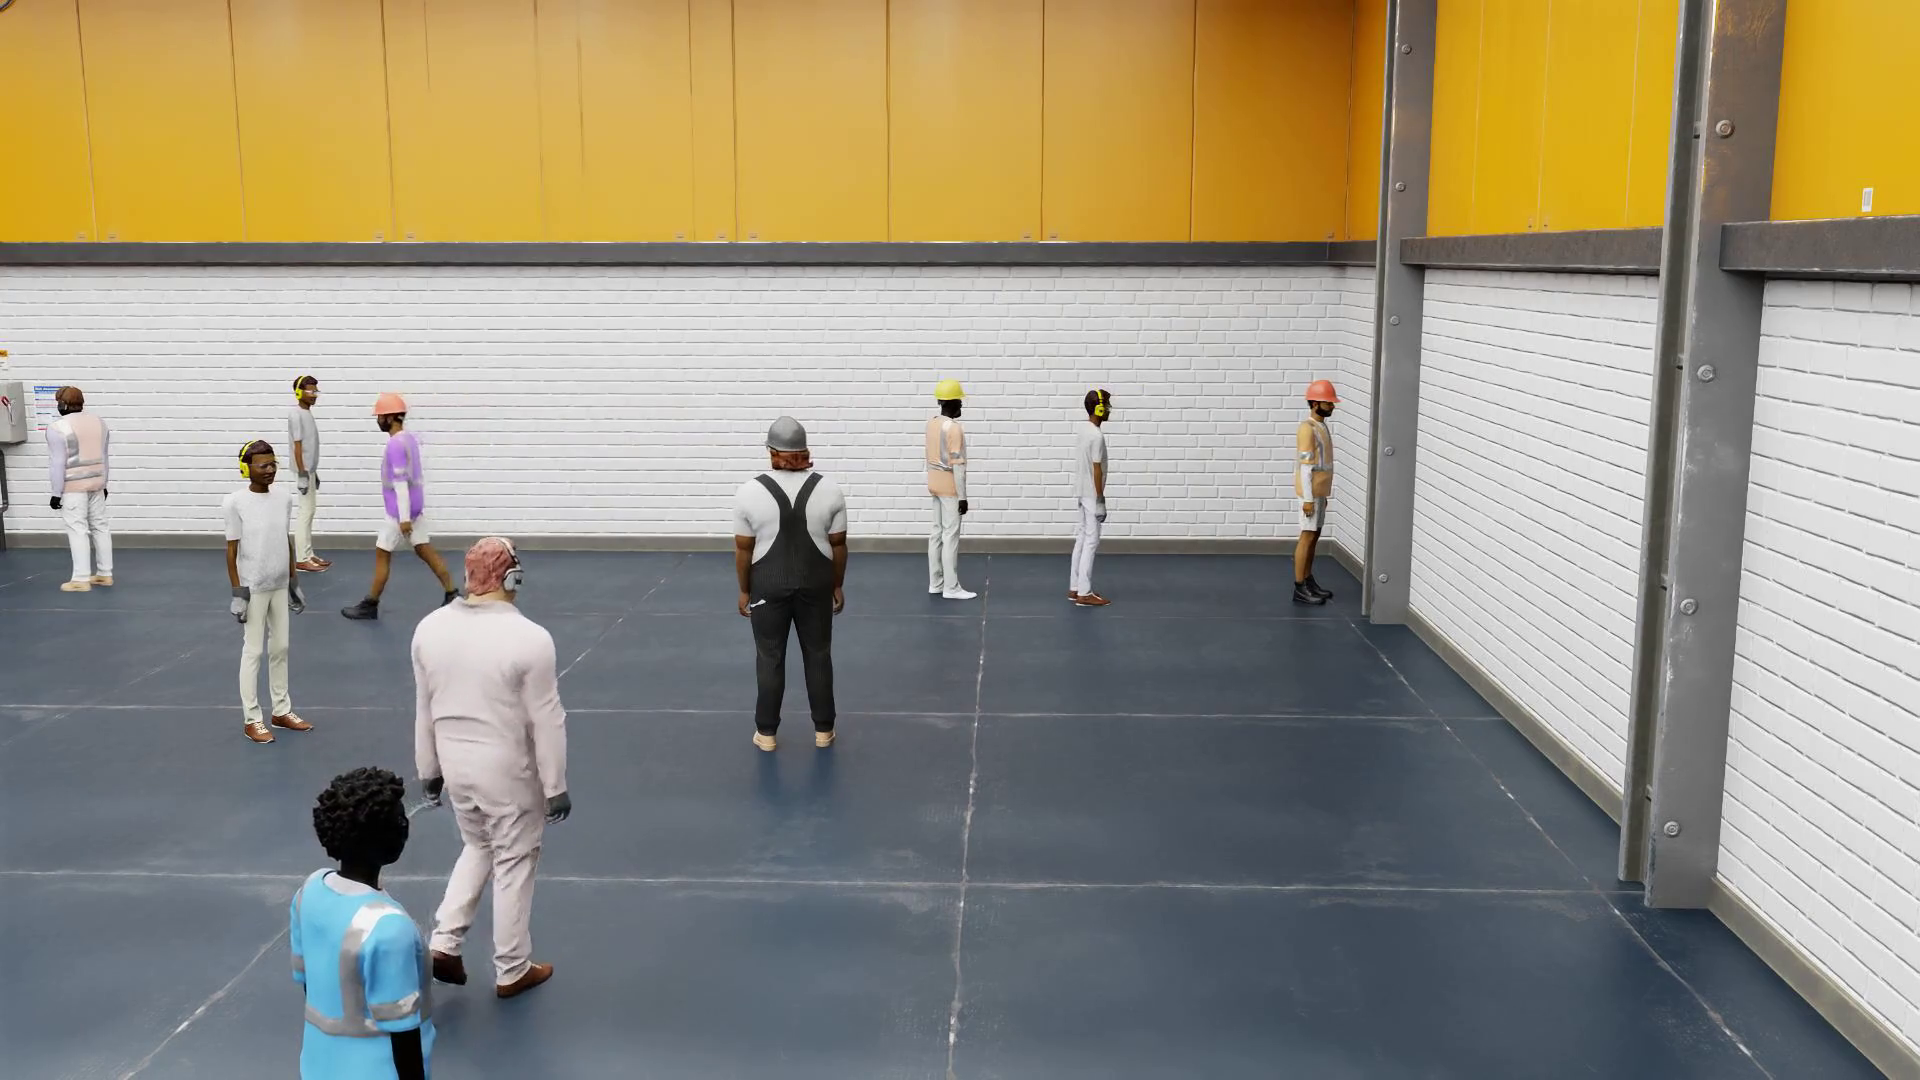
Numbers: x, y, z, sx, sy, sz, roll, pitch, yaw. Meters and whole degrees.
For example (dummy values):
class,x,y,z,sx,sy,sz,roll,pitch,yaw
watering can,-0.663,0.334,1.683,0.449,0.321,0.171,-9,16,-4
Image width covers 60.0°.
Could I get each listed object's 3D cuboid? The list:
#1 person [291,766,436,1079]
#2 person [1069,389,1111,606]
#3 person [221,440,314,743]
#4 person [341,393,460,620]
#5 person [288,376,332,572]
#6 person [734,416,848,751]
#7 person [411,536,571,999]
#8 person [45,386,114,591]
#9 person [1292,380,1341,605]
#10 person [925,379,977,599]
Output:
class,x,y,z,sx,sy,sz,roll,pitch,yaw
person,-1.529,1.418,4.343,0.541,1.695,0.316,9,13,44
person,1.135,-0.364,14.297,0.332,1.863,0.509,-2,10,-13
person,-4.306,0.308,10.335,0.329,1.872,0.507,5,11,27
person,-4.576,-0.271,13.702,1.008,1.887,0.565,0,10,-3
person,-6.221,-0.635,15.875,0.319,1.865,0.521,-2,10,-9
person,-1.035,0.257,10.133,0.688,2.000,0.539,-2,10,-12
person,-1.871,0.932,6.629,0.669,1.891,0.481,4,11,24
person,-7.908,-0.460,14.914,0.430,1.844,0.623,3,10,18
person,3.091,-0.418,14.390,0.362,1.935,0.553,5,11,25
person,-0.099,-0.444,14.562,0.359,1.930,0.587,-5,11,-28
